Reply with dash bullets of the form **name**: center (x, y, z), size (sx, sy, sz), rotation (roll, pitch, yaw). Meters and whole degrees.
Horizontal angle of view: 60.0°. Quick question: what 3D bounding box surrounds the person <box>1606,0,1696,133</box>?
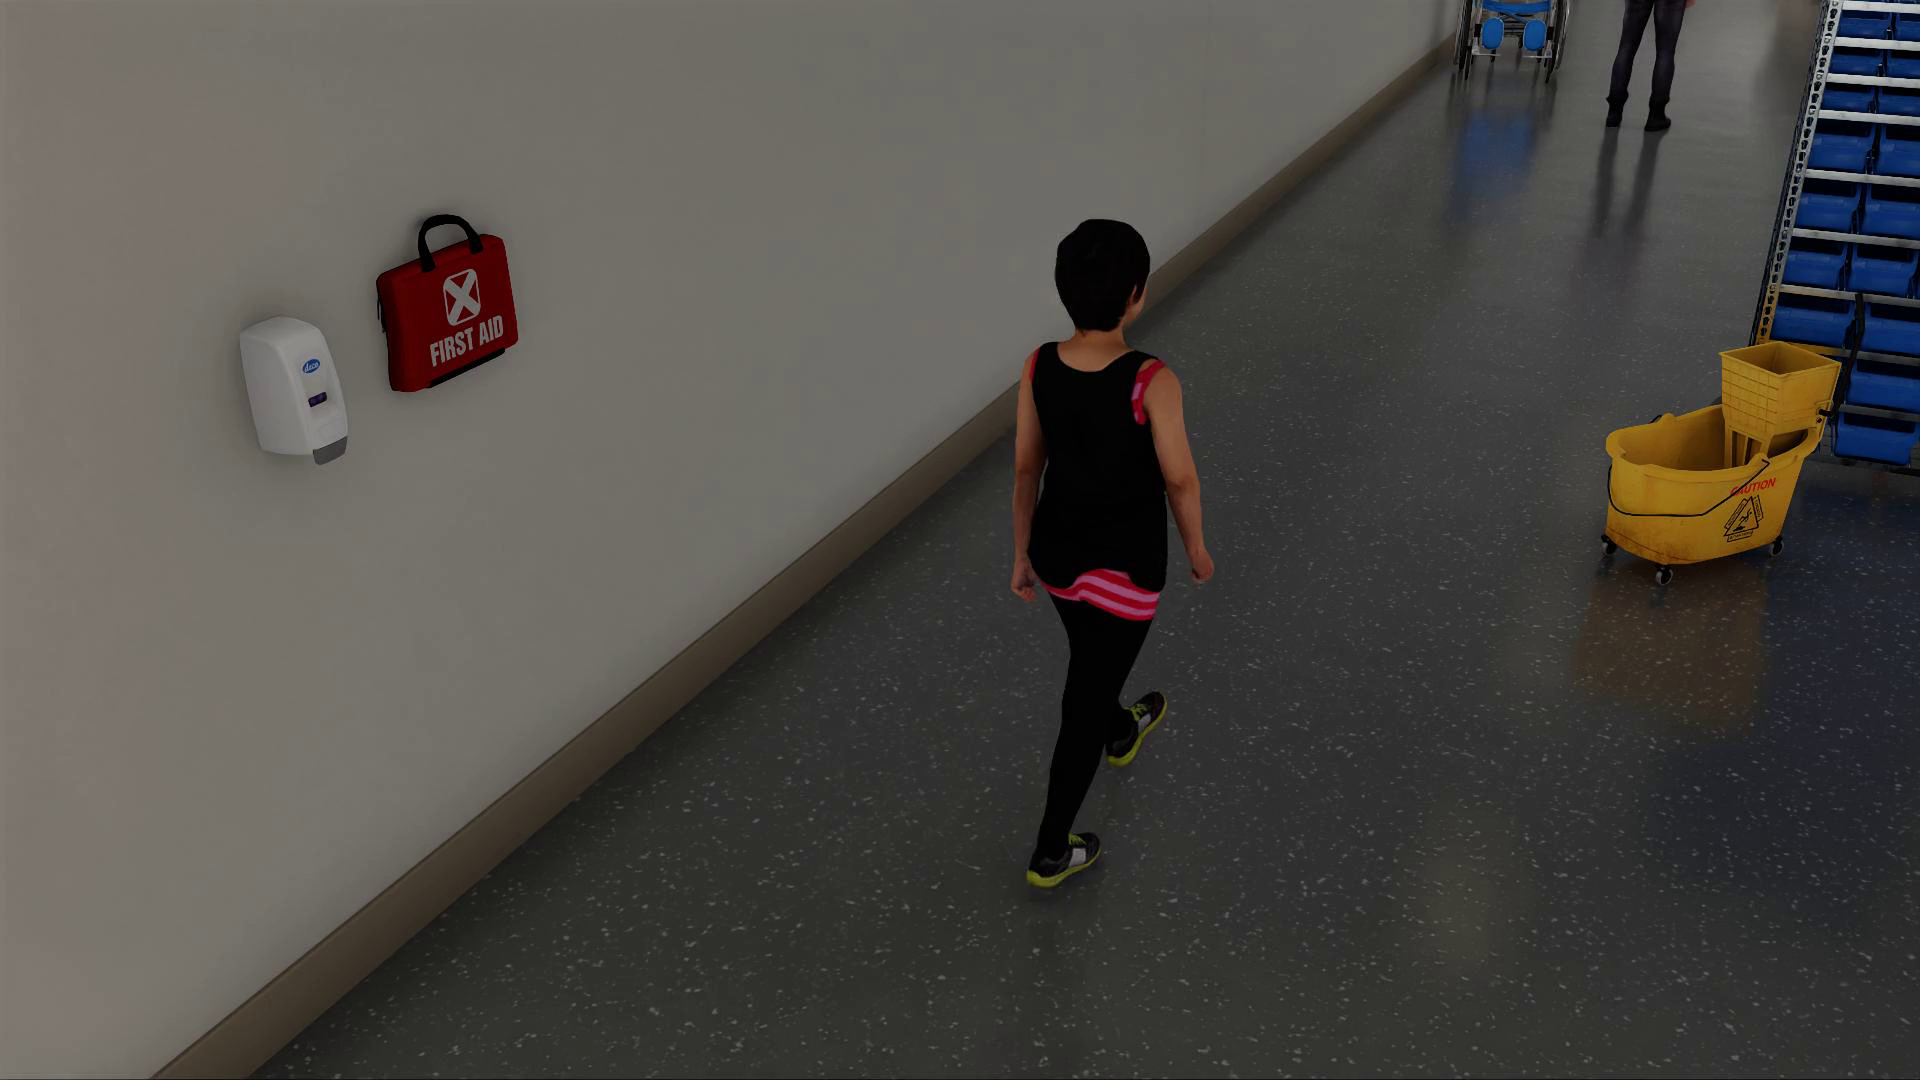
- **person**: center (4.731, -3.743, 11.314), size (0.559, 1.830, 0.755), rotation (16, 30, 30)

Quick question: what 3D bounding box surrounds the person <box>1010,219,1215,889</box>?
- **person**: center (0.267, 0.079, 3.751), size (0.985, 1.516, 0.759), rotation (19, 32, 34)
